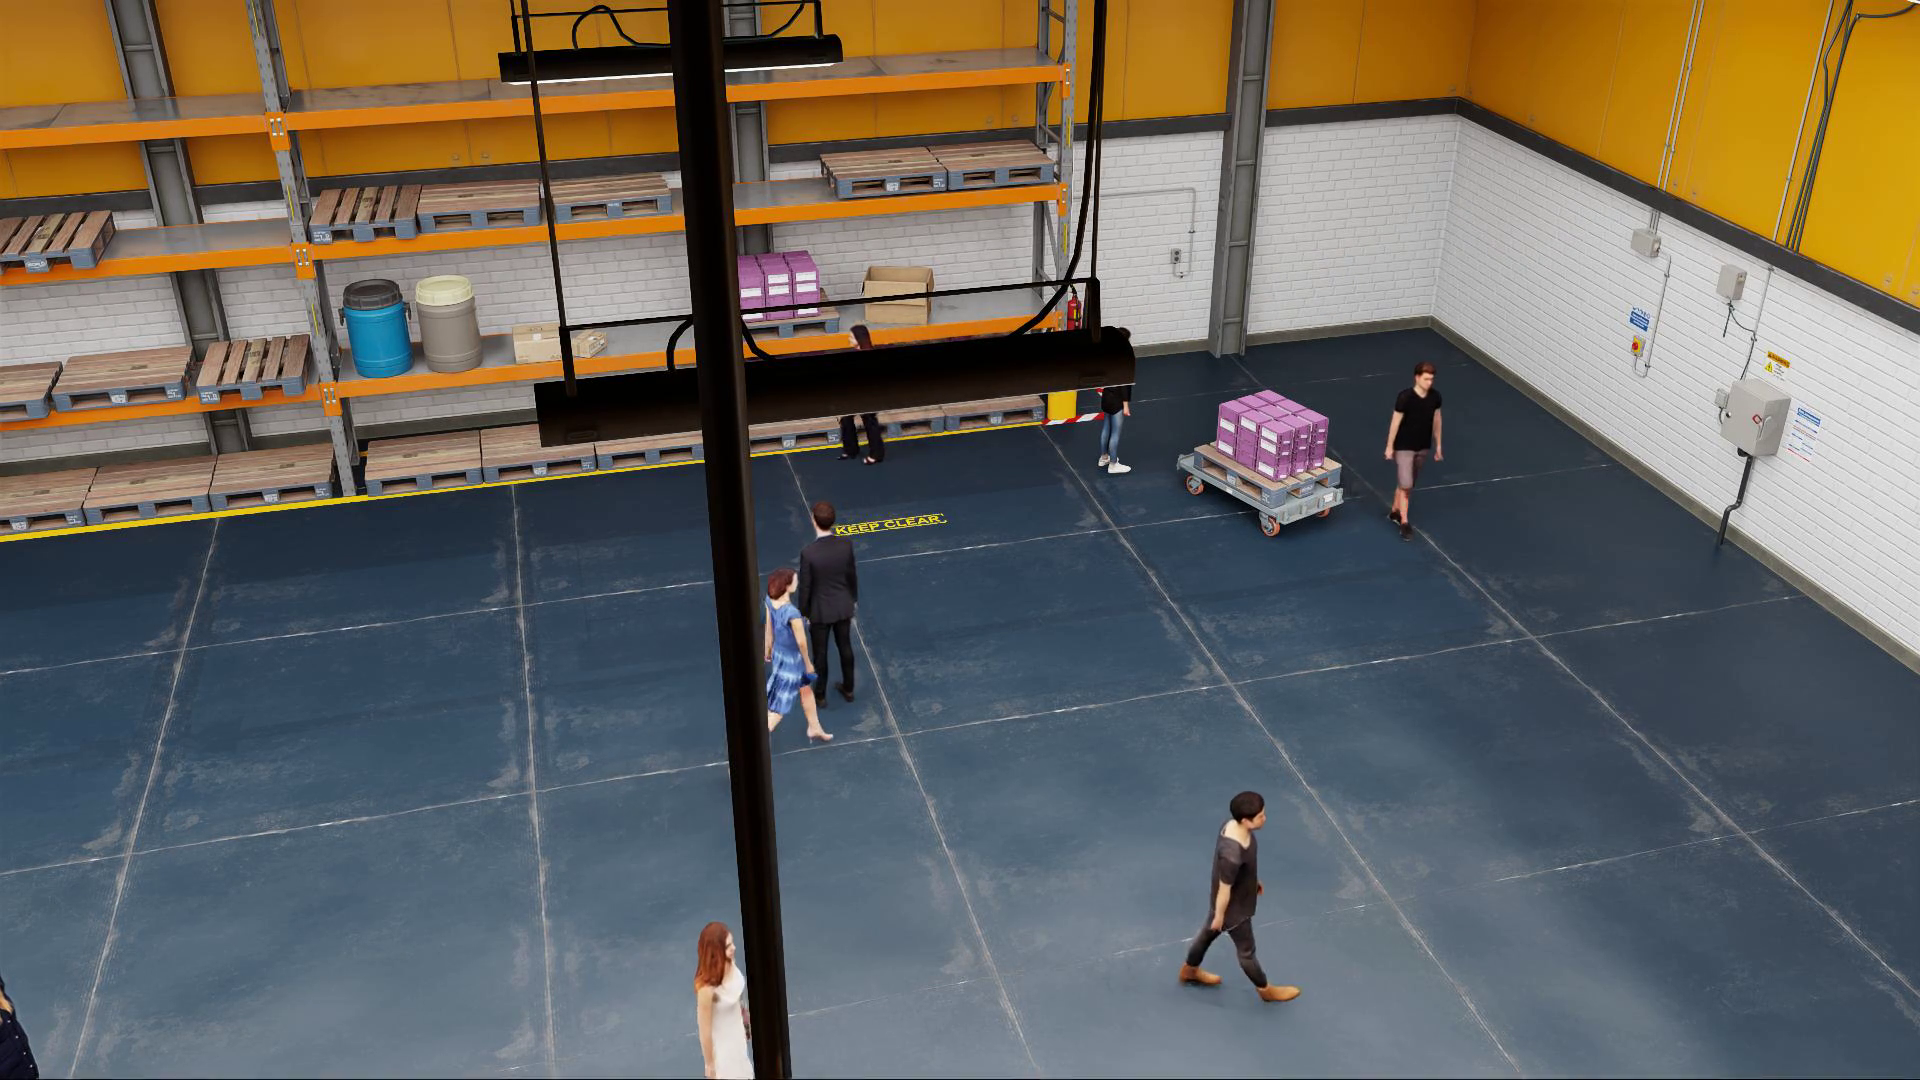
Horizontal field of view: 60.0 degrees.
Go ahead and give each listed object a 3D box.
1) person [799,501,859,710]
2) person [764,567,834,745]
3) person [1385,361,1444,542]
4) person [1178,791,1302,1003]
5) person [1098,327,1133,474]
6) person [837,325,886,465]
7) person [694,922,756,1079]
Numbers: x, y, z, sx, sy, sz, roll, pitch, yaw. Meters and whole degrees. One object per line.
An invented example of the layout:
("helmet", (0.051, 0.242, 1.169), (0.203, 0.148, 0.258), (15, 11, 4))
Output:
("person", (-1.082, 0.552, 14.009), (0.644, 1.886, 0.814), (-16, 32, -27))
("person", (-1.431, 1.070, 13.187), (1.229, 1.764, 0.832), (-15, 32, -25))
("person", (4.544, -0.986, 16.872), (0.797, 1.845, 0.749), (-9, 30, -17))
("person", (1.713, 2.339, 10.955), (1.129, 1.673, 0.894), (4, 29, 8))
("person", (1.686, -1.533, 18.085), (0.556, 1.644, 0.603), (-12, 31, -21))
("person", (-0.984, -1.583, 18.176), (0.763, 1.643, 0.618), (-10, 30, -18))
("person", (-1.478, 2.930, 9.838), (0.742, 1.706, 0.694), (9, 30, 15))
